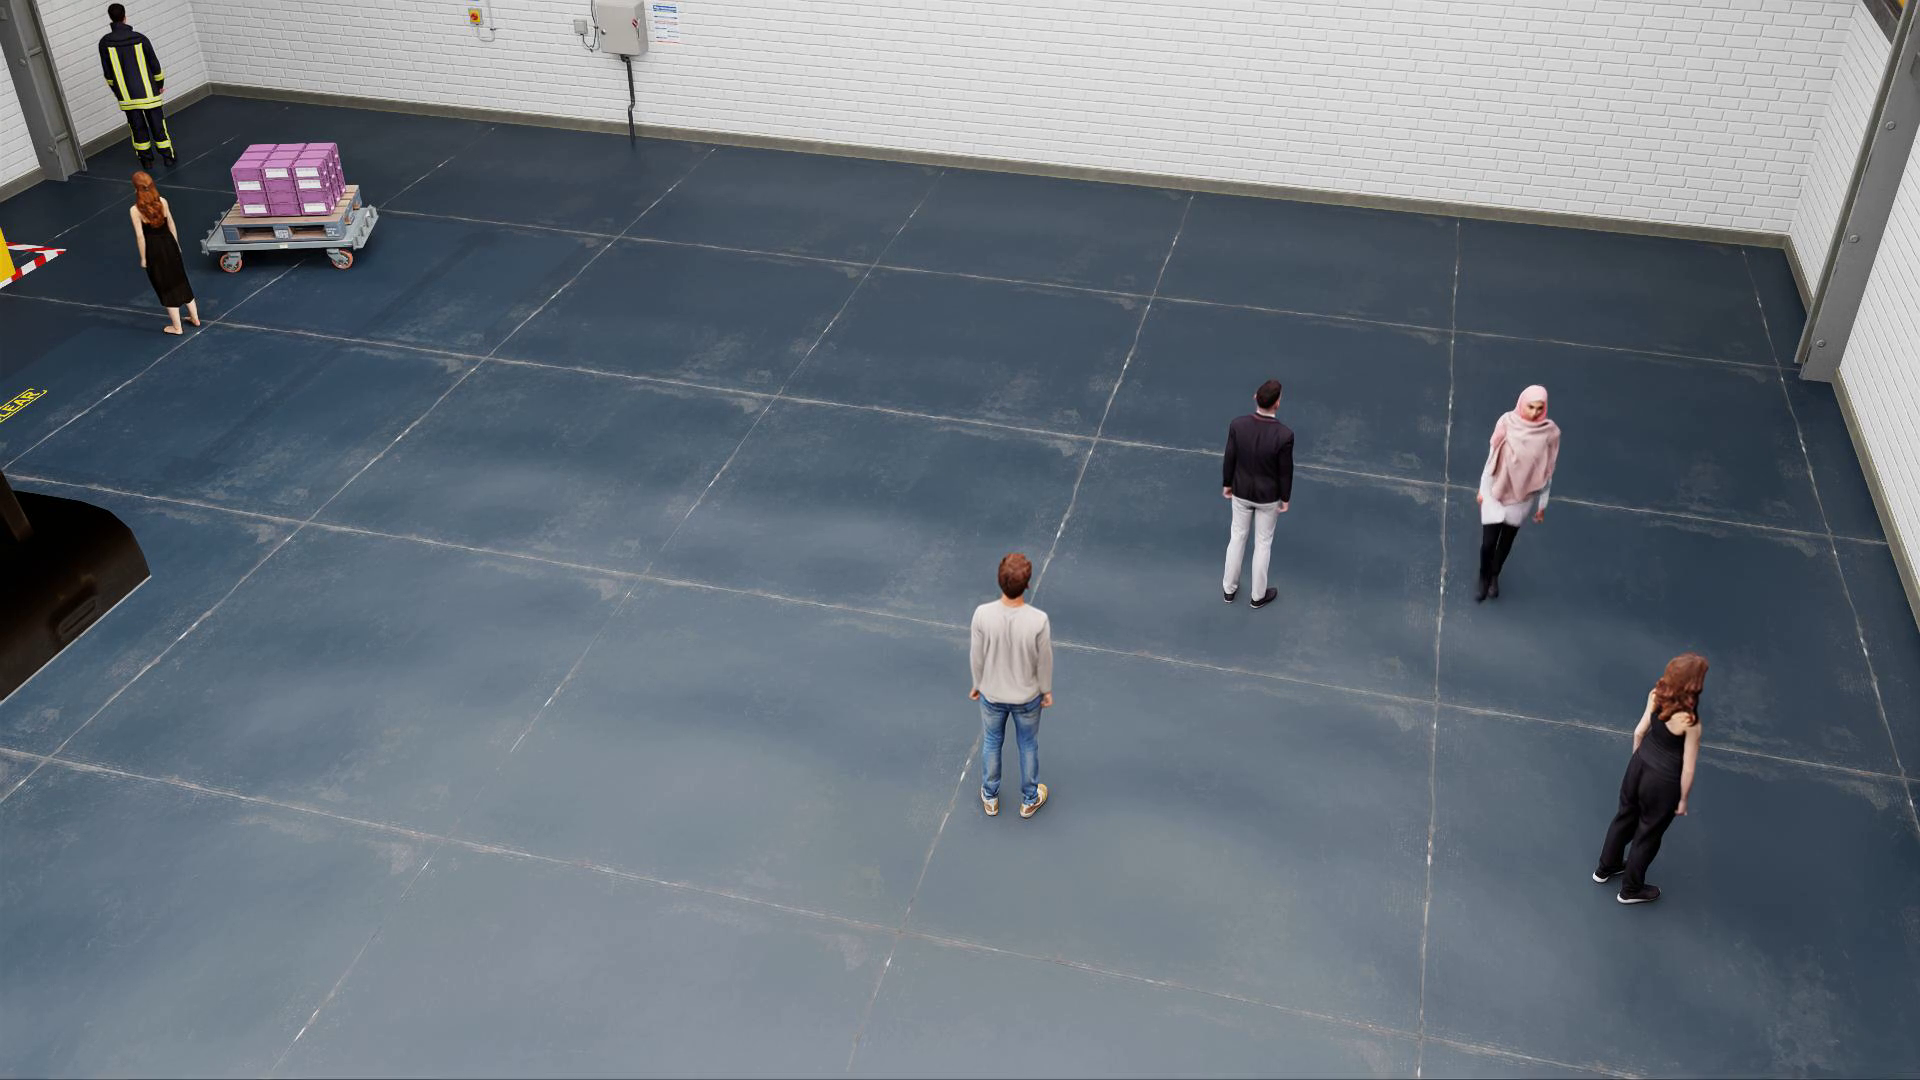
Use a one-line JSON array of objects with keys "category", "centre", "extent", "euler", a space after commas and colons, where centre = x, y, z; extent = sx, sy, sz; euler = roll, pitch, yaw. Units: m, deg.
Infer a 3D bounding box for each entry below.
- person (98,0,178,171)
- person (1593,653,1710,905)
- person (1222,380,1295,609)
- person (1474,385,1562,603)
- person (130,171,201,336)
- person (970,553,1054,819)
[{"category": "person", "centre": [-9.732, -5.362, 19.642], "extent": [0.897, 1.926, 0.917], "euler": [-13, 36, -18]}, {"category": "person", "centre": [4.034, 1.370, 9.676], "extent": [0.722, 1.746, 0.637], "euler": [-14, 36, -19]}, {"category": "person", "centre": [2.159, -0.340, 12.161], "extent": [0.708, 1.842, 0.613], "euler": [17, 37, 23]}, {"category": "person", "centre": [4.056, -0.375, 12.263], "extent": [0.642, 1.788, 0.645], "euler": [8, 34, 11]}, {"category": "person", "centre": [-7.687, -2.766, 16.009], "extent": [0.706, 1.624, 0.592], "euler": [19, 38, 26]}, {"category": "person", "centre": [0.312, 0.917, 10.217], "extent": [0.688, 1.902, 0.582], "euler": [5, 34, 8]}]
